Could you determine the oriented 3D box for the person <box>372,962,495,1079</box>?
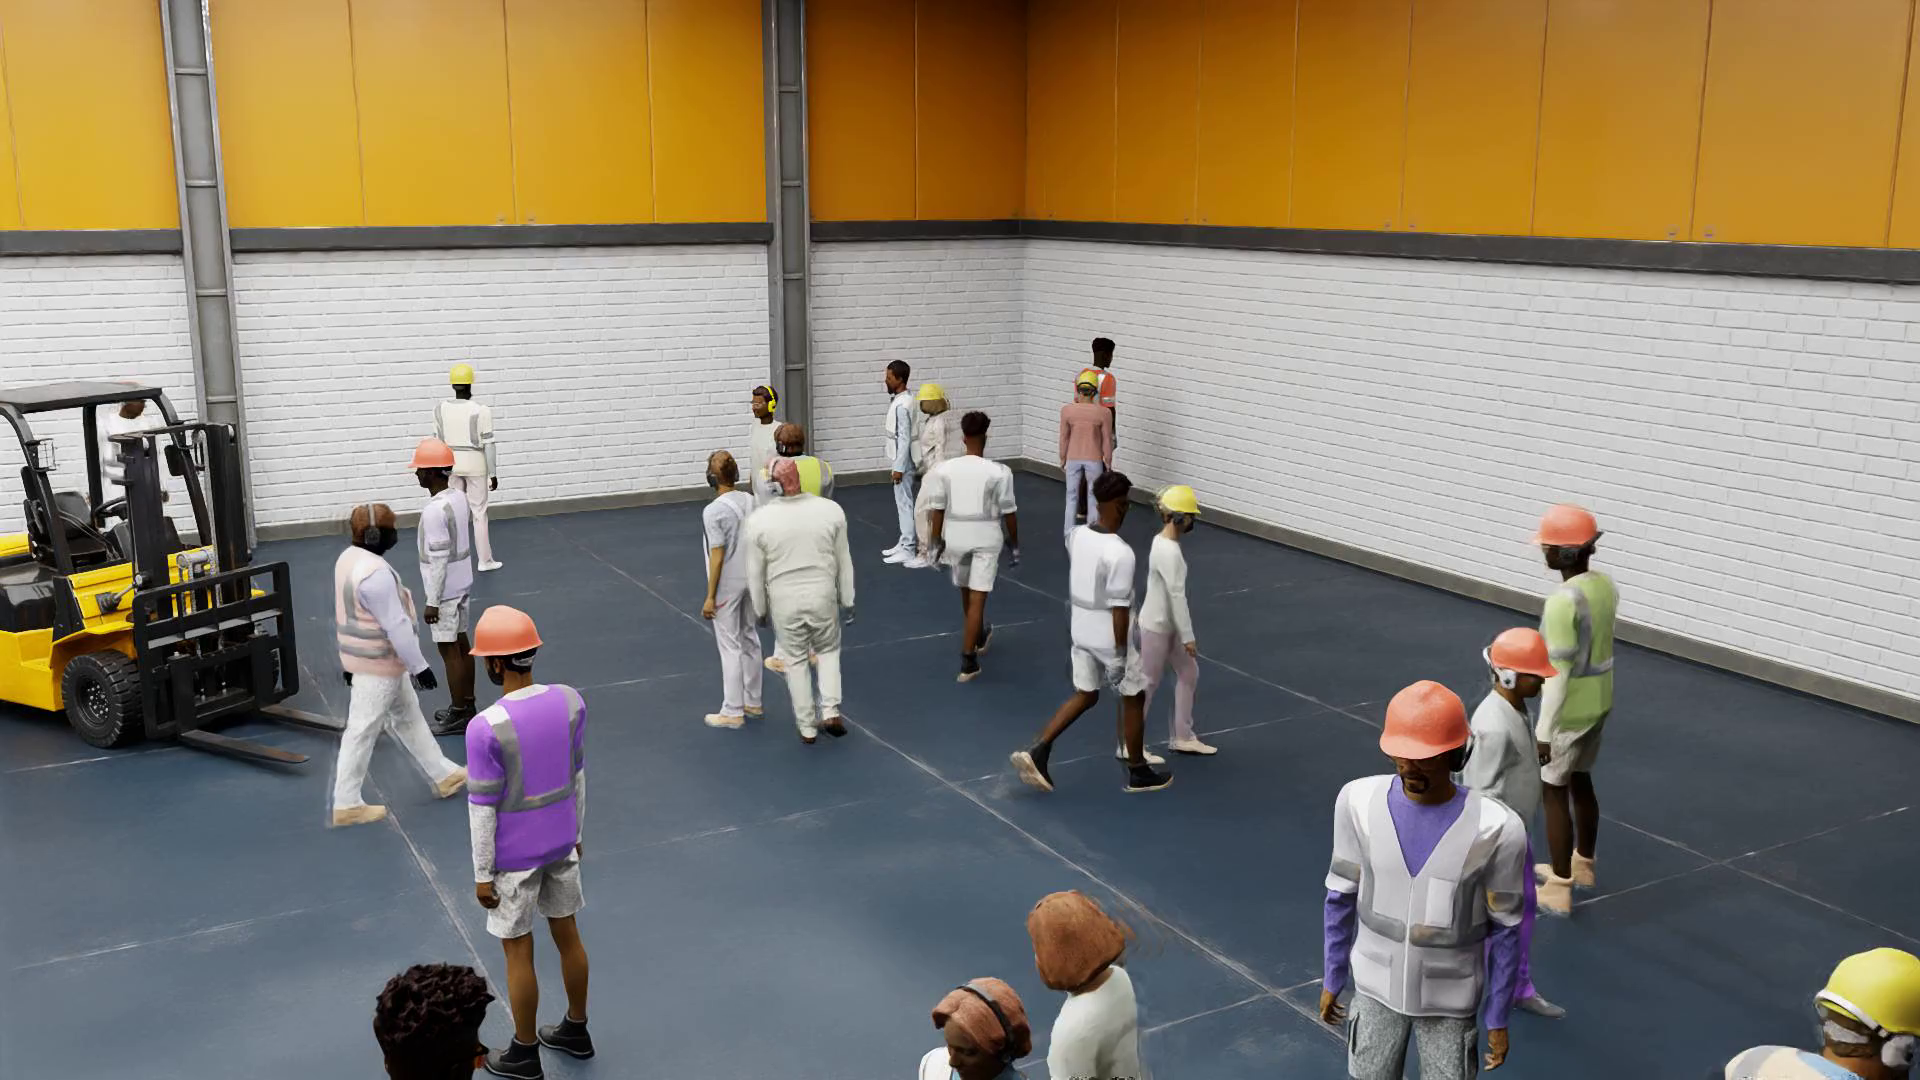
[{"bbox_3d":[-1.087,1.836,3.549,0.602,1.959,0.371,5,13,20],"label":"person"}]

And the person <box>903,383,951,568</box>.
[{"bbox_3d":[-0.332,-0.600,15.516,0.571,1.727,0.500,-1,12,-3],"label":"person"}]

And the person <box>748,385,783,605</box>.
[{"bbox_3d":[-1.641,-0.386,14.171,0.520,1.873,0.328,11,16,42],"label":"person"}]

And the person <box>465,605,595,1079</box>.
[{"bbox_3d":[-1.726,1.202,6.599,0.390,1.929,0.546,9,15,36],"label":"person"}]

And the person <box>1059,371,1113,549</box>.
[{"bbox_3d":[1.233,-0.771,16.254,0.531,1.755,0.343,3,12,15],"label":"person"}]

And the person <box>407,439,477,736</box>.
[{"bbox_3d":[-3.346,0.306,10.768,0.356,1.939,0.543,0,12,0],"label":"person"}]

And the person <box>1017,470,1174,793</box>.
[{"bbox_3d":[0.782,0.553,9.663,0.857,1.931,0.622,-7,14,-30],"label":"person"}]

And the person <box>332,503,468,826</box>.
[{"bbox_3d":[-3.145,0.679,9.332,0.927,1.798,0.634,-6,13,-27],"label":"person"}]

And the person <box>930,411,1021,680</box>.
[{"bbox_3d":[0.144,0.002,12.233,0.631,1.915,0.968,4,13,19],"label":"person"}]

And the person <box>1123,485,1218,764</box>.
[{"bbox_3d":[1.336,0.536,10.157,0.719,1.737,0.539,2,12,8],"label":"person"}]

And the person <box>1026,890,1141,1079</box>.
[{"bbox_3d":[0.319,1.762,4.735,0.796,1.585,0.517,6,14,27],"label":"person"}]

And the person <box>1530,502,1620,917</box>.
[{"bbox_3d":[2.969,0.813,8.169,0.416,2.034,0.651,11,17,43],"label":"person"}]

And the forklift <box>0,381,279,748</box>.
[{"bbox_3d":[-5.853,0.085,11.199,2.313,2.155,1.214,7,14,28],"label":"forklift"}]

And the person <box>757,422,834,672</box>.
[{"bbox_3d":[-1.227,0.051,12.199,0.626,1.842,0.429,-9,15,-36],"label":"person"}]

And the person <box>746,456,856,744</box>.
[{"bbox_3d":[-1.002,0.397,10.515,0.682,1.873,0.448,-3,12,-12],"label":"person"}]

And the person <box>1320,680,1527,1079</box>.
[{"bbox_3d":[1.437,1.426,5.272,0.615,2.040,0.391,7,14,29],"label":"person"}]

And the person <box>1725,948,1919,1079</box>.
[{"bbox_3d":[2.030,1.843,3.975,0.962,1.772,0.632,-4,13,-19],"label":"person"}]

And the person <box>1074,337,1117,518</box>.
[{"bbox_3d":[1.467,-1.178,17.674,0.386,1.956,0.610,-8,14,-33],"label":"person"}]

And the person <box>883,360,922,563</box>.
[{"bbox_3d":[-0.544,-0.743,15.740,0.383,1.919,0.598,-1,12,-3],"label":"person"}]

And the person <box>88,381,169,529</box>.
[{"bbox_3d":[-7.312,-0.476,14.637,0.481,1.848,0.599,8,15,34],"label":"person"}]

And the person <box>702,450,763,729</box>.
[{"bbox_3d":[-1.508,0.325,10.914,0.345,1.840,0.505,6,14,27],"label":"person"}]

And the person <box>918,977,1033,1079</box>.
[{"bbox_3d":[0.060,1.859,4.198,0.308,1.640,0.511,-12,17,-44],"label":"person"}]

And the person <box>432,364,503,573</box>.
[{"bbox_3d":[-4.530,-0.655,15.293,0.587,1.930,0.361,2,12,10],"label":"person"}]
